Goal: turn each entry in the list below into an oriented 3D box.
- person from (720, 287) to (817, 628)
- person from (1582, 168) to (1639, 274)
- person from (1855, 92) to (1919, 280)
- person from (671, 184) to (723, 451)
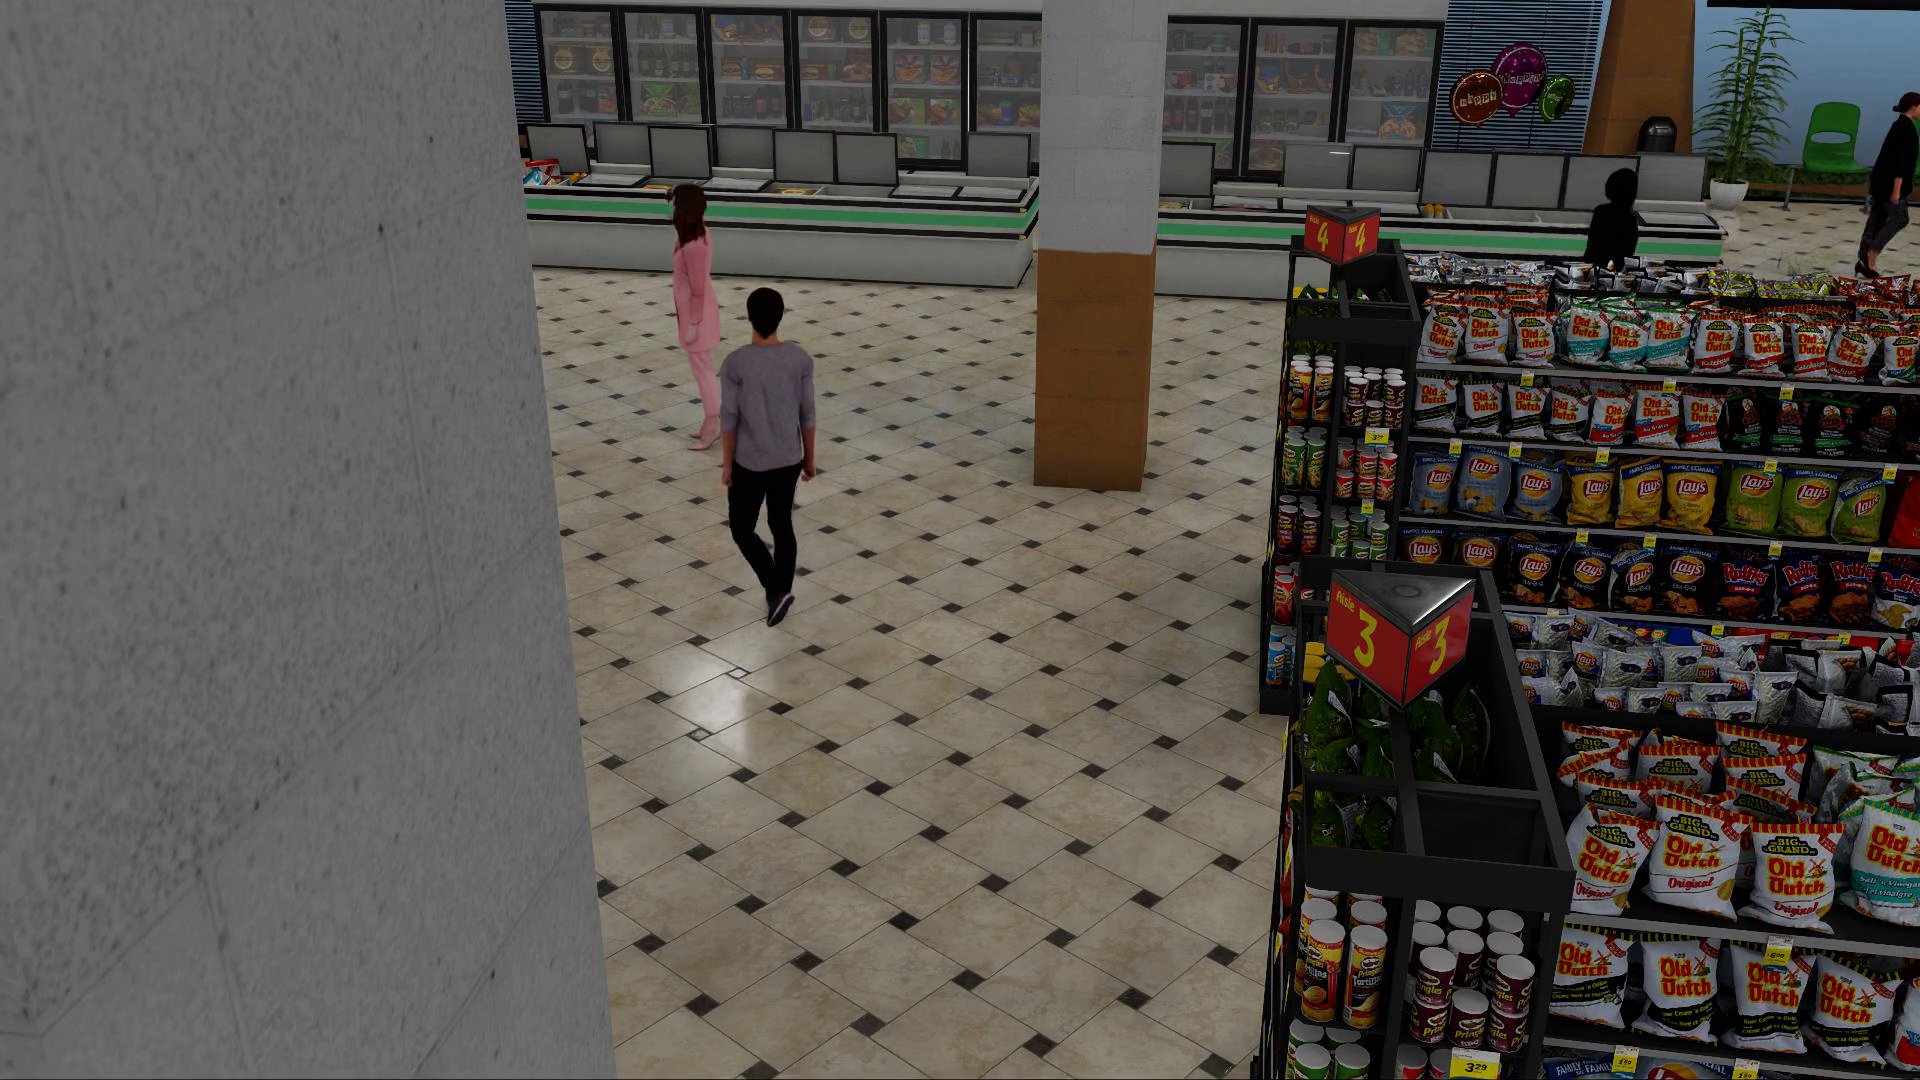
[{"bbox_3d":[-0.974,-0.382,8.604,0.967,1.828,0.998,-11,26,-23],"label":"person"},{"bbox_3d":[4.645,-1.851,12.143,0.999,1.684,0.945,-16,28,-32],"label":"person"},{"bbox_3d":[8.457,-3.244,15.302,0.604,1.703,0.678,6,24,14],"label":"person"},{"bbox_3d":[-1.752,-1.494,11.180,0.600,1.802,0.660,-1,24,-3],"label":"person"}]
